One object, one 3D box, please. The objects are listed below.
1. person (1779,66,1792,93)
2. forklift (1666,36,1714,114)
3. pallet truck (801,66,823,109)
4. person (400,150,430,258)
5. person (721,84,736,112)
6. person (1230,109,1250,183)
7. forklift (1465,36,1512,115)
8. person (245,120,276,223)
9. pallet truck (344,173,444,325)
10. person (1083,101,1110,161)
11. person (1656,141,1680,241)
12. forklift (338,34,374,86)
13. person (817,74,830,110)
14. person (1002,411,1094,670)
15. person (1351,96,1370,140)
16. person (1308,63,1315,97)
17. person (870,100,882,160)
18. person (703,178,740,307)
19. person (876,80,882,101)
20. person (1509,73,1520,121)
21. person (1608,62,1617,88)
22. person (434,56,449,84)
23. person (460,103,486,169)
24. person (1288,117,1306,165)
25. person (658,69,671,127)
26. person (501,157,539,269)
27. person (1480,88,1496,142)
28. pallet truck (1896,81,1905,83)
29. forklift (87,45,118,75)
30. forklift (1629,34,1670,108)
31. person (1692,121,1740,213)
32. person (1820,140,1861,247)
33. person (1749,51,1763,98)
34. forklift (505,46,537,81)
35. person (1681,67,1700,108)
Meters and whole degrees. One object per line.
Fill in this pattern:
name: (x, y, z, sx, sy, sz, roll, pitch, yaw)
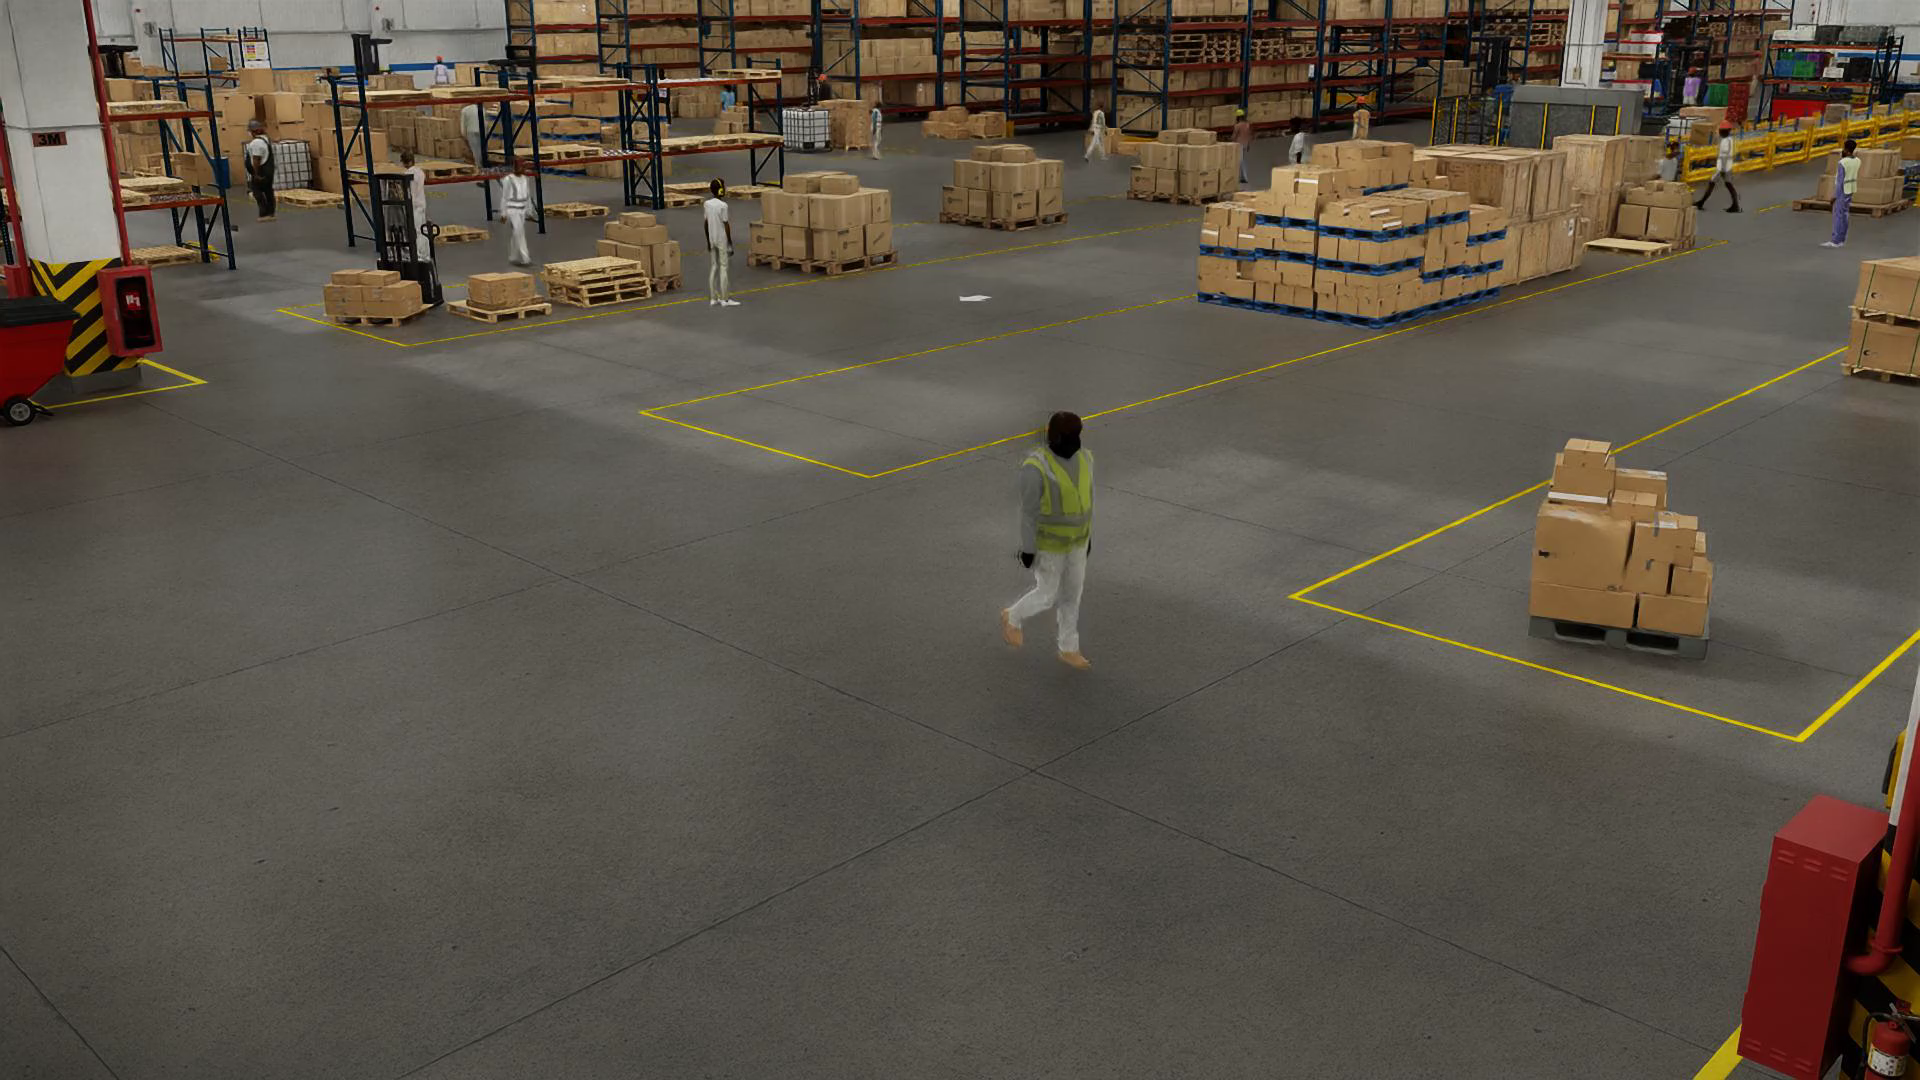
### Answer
person: (31.604, -17.324, 63.765, 0.531, 1.737, 0.804, 7, 20, 20)
forklift: (27.341, -17.291, 61.877, 1.129, 2.768, 1.873, 17, 25, 41)
pallet truck: (-4.812, -15.182, 56.903, 0.823, 1.965, 1.885, -9, 21, -26)
person: (-9.233, -5.610, 28.164, 0.373, 1.935, 0.628, 0, 18, 0)
person: (-7.261, -13.649, 52.755, 0.606, 1.676, 0.548, 14, 23, 36)
person: (6.730, -9.580, 40.440, 0.544, 1.728, 0.859, -15, 24, -38)
forklift: (19.973, -17.201, 61.605, 1.873, 2.768, 1.129, 16, 24, 40)
person: (-14.107, -7.448, 33.535, 0.537, 2.000, 0.700, 1, 18, 3)
pallet truck: (-8.209, -4.181, 23.757, 0.823, 1.965, 1.885, 3, 19, 9)
person: (3.723, -11.141, 45.345, 0.822, 1.601, 0.516, -6, 19, -17)
person: (13.179, -6.564, 31.214, 0.528, 1.833, 0.940, -14, 23, -36)
forklift: (-23.312, -18.347, 65.058, 1.129, 2.768, 1.873, 17, 25, 41)
person: (-4.309, -13.539, 51.971, 0.518, 1.980, 0.644, 5, 19, 15)
person: (0.633, -0.019, 11.486, 0.632, 1.830, 0.608, -16, 24, -39)
person: (10.083, -10.217, 42.038, 0.564, 1.936, 0.375, -13, 23, -35)
person: (15.165, -19.813, 71.363, 0.594, 1.663, 0.554, 15, 23, 37)
person: (-2.279, -11.265, 45.709, 0.389, 1.609, 0.603, 2, 18, 7)
person: (-3.549, -4.391, 24.587, 0.519, 1.874, 0.327, 14, 23, 36)
person: (-2.917, -17.369, 63.734, 0.626, 1.846, 0.429, -2, 18, -5)
person: (19.786, -15.807, 59.349, 0.284, 1.636, 0.500, 8, 20, 22)
person: (25.840, -18.143, 66.196, 0.538, 1.753, 0.556, 16, 24, 39)
person: (-21.087, -18.705, 67.652, 0.547, 1.917, 0.694, -9, 20, -25)
person: (-12.676, -10.575, 43.160, 0.743, 1.916, 0.633, 16, 24, 41)
person: (7.016, -7.956, 35.205, 0.622, 1.946, 0.652, 3, 19, 10)
person: (-10.079, -15.068, 56.698, 0.589, 1.912, 0.390, 13, 22, 34)
person: (-7.326, -5.468, 27.861, 0.859, 1.848, 0.606, 9, 20, 25)
person: (16.285, -13.113, 51.270, 0.514, 1.611, 0.661, 14, 23, 36)
pallet truck: (34.802, -16.331, 61.455, 0.653, 1.274, 1.630, 17, 25, 41)
forklift: (-26.944, -14.161, 52.447, 1.873, 2.768, 1.129, 6, 19, 18)
forklift: (27.341, -18.602, 65.826, 1.129, 2.768, 1.873, 17, 25, 41)
person: (16.030, -7.849, 34.991, 1.053, 1.877, 0.561, 15, 24, 38)
person: (16.082, -6.300, 30.268, 0.592, 1.919, 0.388, -13, 22, -35)
person: (34.200, -19.970, 71.363, 0.610, 1.970, 0.645, 4, 19, 12)
forklift: (-13.617, -14.003, 51.971, 1.129, 2.768, 1.873, 7, 19, 19)
person: (25.656, -15.628, 58.377, 0.537, 1.922, 0.554, -14, 23, -36)
